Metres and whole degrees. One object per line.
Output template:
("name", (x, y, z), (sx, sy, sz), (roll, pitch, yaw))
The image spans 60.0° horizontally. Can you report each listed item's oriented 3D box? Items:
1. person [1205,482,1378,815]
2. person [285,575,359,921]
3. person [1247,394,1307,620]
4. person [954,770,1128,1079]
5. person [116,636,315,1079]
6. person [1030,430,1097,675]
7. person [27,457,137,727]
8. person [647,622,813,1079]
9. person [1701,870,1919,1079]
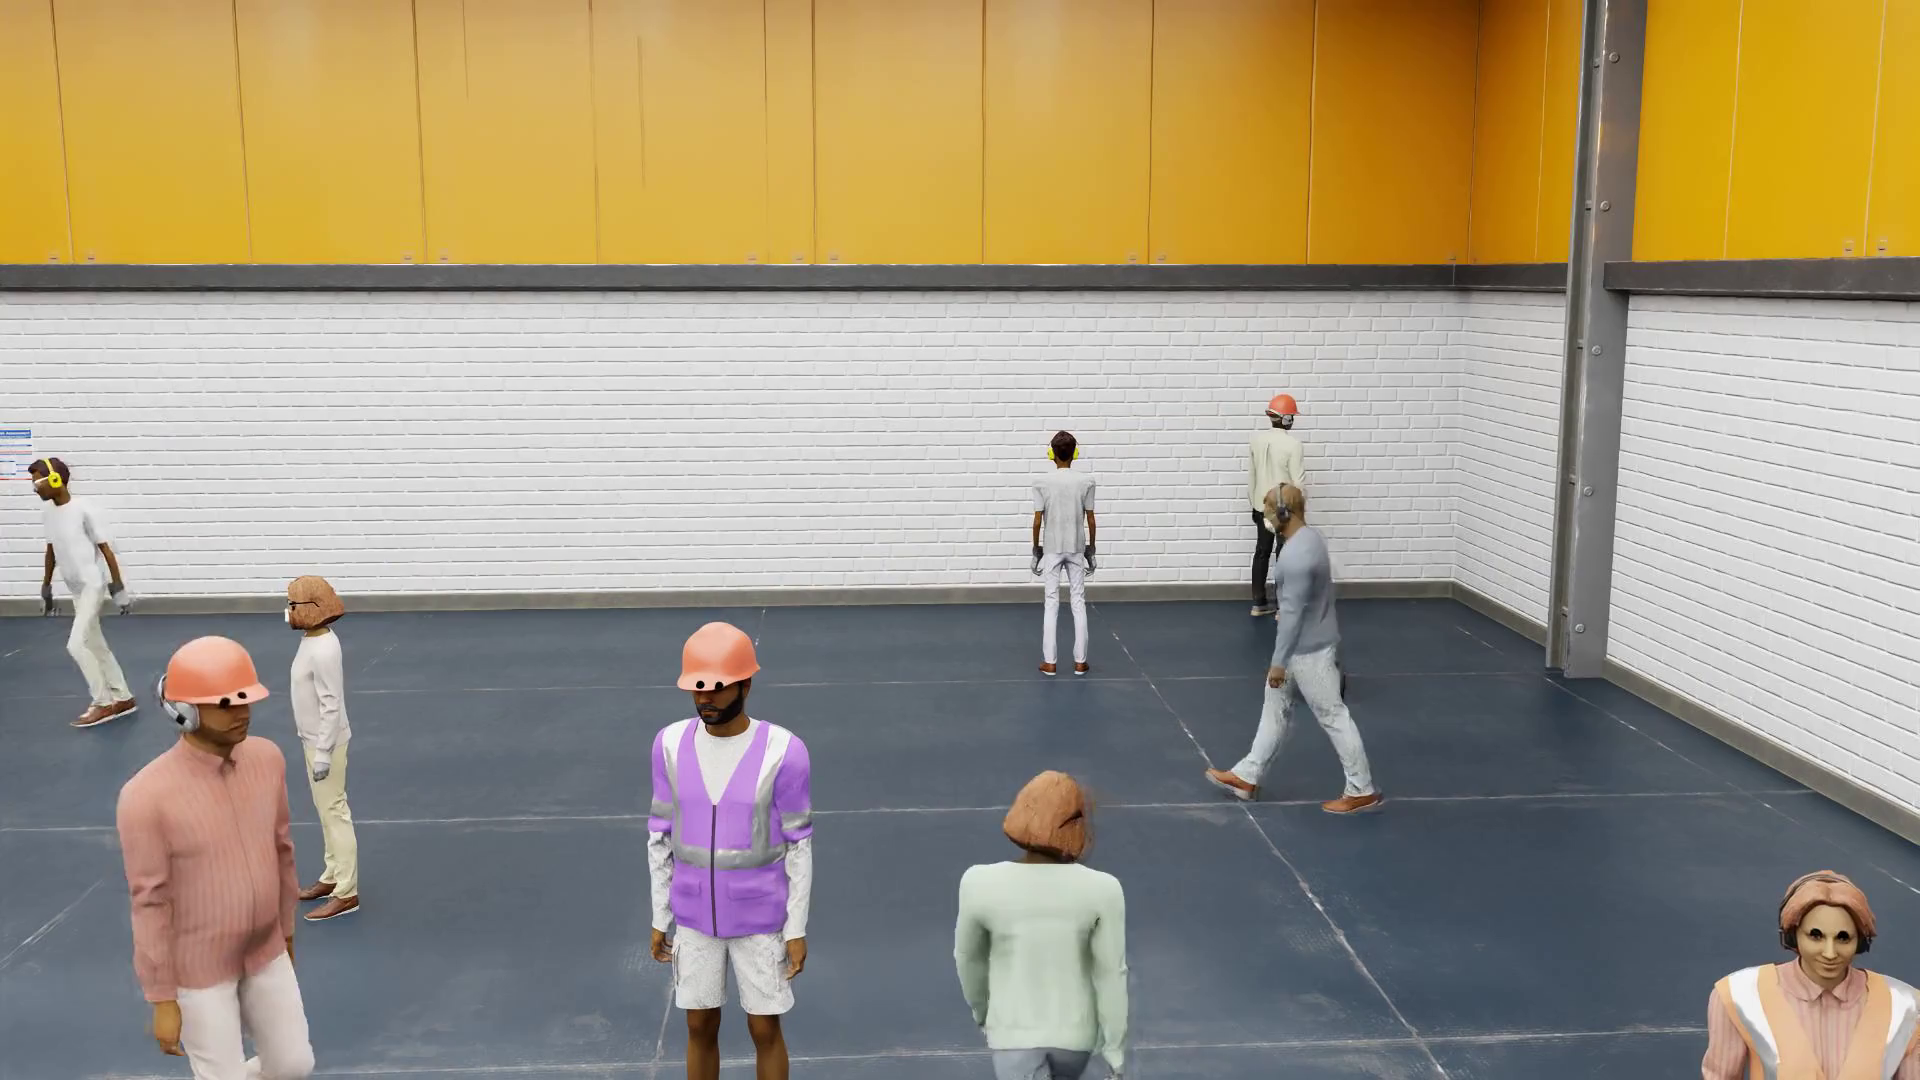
("person", (1.926, 0.616, 9.412), (0.988, 1.879, 0.681), (2, 9, 11))
("person", (-3.038, 0.971, 7.892), (0.285, 1.633, 0.499), (-5, 10, -29))
("person", (2.811, -0.291, 14.684), (0.381, 1.993, 0.622), (-7, 11, -37))
("person", (0.238, 1.468, 4.922), (0.470, 1.570, 0.784), (-2, 9, -9))
("person", (-2.272, 1.250, 5.056), (0.578, 1.976, 0.622), (4, 10, 23))
("person", (0.790, 0.102, 12.638), (0.508, 1.864, 0.328), (0, 9, -3))
("person", (-5.906, 0.345, 11.217), (0.532, 1.823, 0.643), (6, 11, 31))
("person", (-0.757, 1.215, 5.406), (0.552, 1.937, 0.356), (2, 9, 12))
("person", (2.056, 1.587, 4.039), (0.519, 1.633, 0.312), (3, 9, 15))
